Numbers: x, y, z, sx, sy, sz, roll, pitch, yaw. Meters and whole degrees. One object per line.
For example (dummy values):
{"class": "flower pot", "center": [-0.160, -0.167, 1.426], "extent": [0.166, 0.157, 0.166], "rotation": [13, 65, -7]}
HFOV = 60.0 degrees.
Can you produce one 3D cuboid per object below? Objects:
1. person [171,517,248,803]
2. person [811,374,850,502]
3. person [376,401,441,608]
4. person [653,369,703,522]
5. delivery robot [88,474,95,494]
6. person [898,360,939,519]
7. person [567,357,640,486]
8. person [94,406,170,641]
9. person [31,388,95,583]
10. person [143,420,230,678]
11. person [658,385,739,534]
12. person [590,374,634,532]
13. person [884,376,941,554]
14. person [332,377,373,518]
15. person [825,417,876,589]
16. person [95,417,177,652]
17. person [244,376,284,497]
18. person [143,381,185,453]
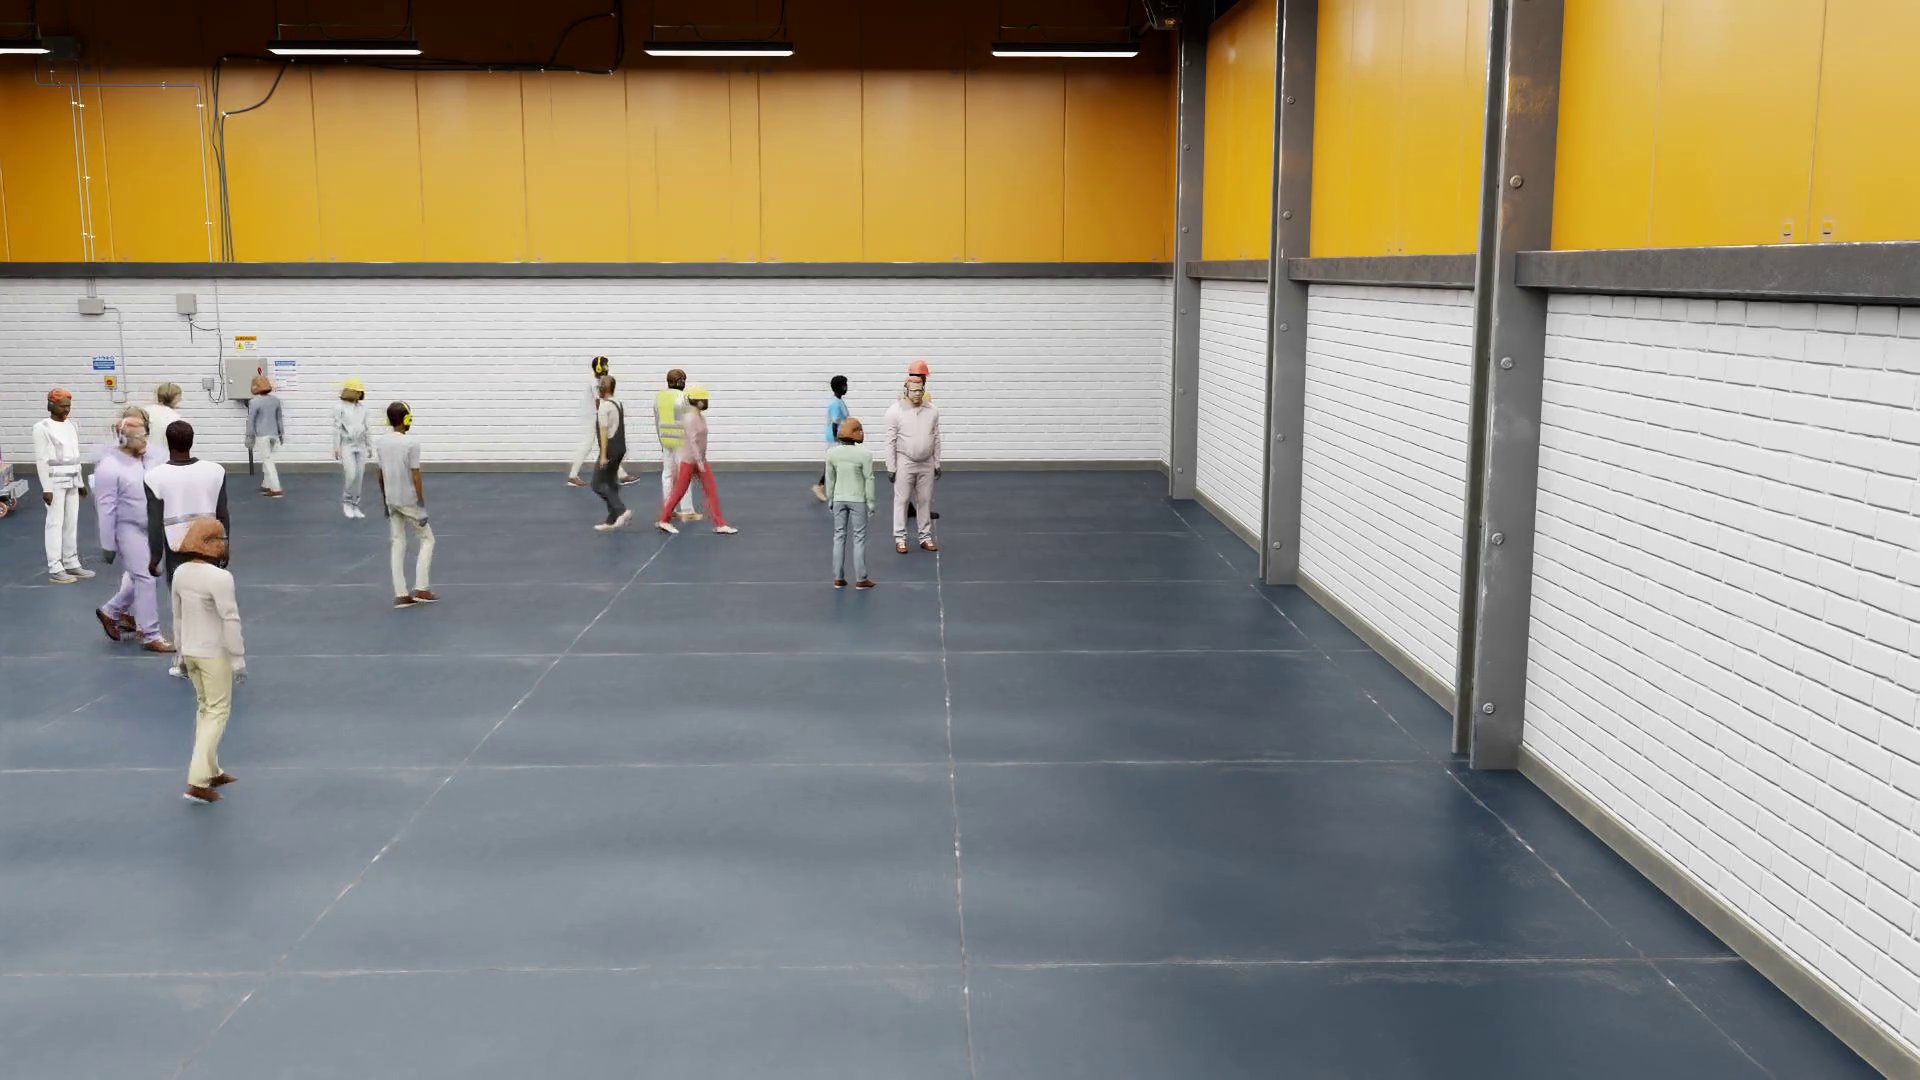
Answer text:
{"class": "person", "center": [-4.359, 0.692, 9.527], "extent": [0.514, 1.630, 0.571], "rotation": [6, 11, 32]}
{"class": "person", "center": [-1.597, -1.302, 21.512], "extent": [0.647, 1.681, 0.541], "rotation": [1, 9, 3]}
{"class": "person", "center": [-4.959, -0.328, 14.991], "extent": [0.571, 1.854, 0.535], "rotation": [4, 10, 22]}
{"class": "person", "center": [-3.387, -1.141, 20.034], "extent": [0.627, 1.844, 0.429], "rotation": [7, 11, 35]}
{"class": "delivery robot", "center": [-10.714, -0.740, 21.220], "extent": [0.707, 0.478, 0.477], "rotation": [0, 9, 2]}
{"class": "person", "center": [-0.502, -1.215, 20.186], "extent": [0.352, 1.940, 0.545], "rotation": [-9, 13, -42]}
{"class": "person", "center": [-5.048, -1.647, 23.233], "extent": [0.997, 1.813, 0.534], "rotation": [0, 9, 0]}
{"class": "person", "center": [-6.721, -0.132, 13.613], "extent": [0.636, 1.925, 0.459], "rotation": [2, 9, 12]}
{"class": "person", "center": [-8.712, -0.531, 16.151], "extent": [0.354, 1.887, 0.573], "rotation": [1, 9, 6]}
{"class": "person", "center": [-5.719, 0.071, 12.360], "extent": [0.587, 1.920, 0.394], "rotation": [-8, 12, -42]}
{"class": "person", "center": [-3.048, -0.911, 19.005], "extent": [0.928, 1.719, 0.527], "rotation": [3, 10, 17]}
{"class": "person", "center": [-4.020, -0.985, 19.124], "extent": [0.436, 1.826, 0.542], "rotation": [2, 9, 10]}
{"class": "person", "center": [-0.486, -0.805, 17.799], "extent": [0.639, 1.900, 0.404], "rotation": [-5, 11, -28]}
{"class": "person", "center": [-7.369, -1.118, 20.231], "extent": [0.417, 1.719, 0.501], "rotation": [7, 11, 35]}
{"class": "person", "center": [-1.036, -0.347, 15.801], "extent": [0.503, 1.631, 0.283], "rotation": [4, 10, 24]}
{"class": "person", "center": [-6.605, -0.049, 13.217], "extent": [0.766, 1.881, 0.643], "rotation": [1, 9, 8]}
{"class": "person", "center": [-9.319, -1.374, 22.143], "extent": [0.664, 1.607, 0.513], "rotation": [4, 10, 23]}
{"class": "person", "center": [-8.316, -0.701, 17.210], "extent": [0.707, 1.886, 0.952], "rotation": [3, 10, 17]}
